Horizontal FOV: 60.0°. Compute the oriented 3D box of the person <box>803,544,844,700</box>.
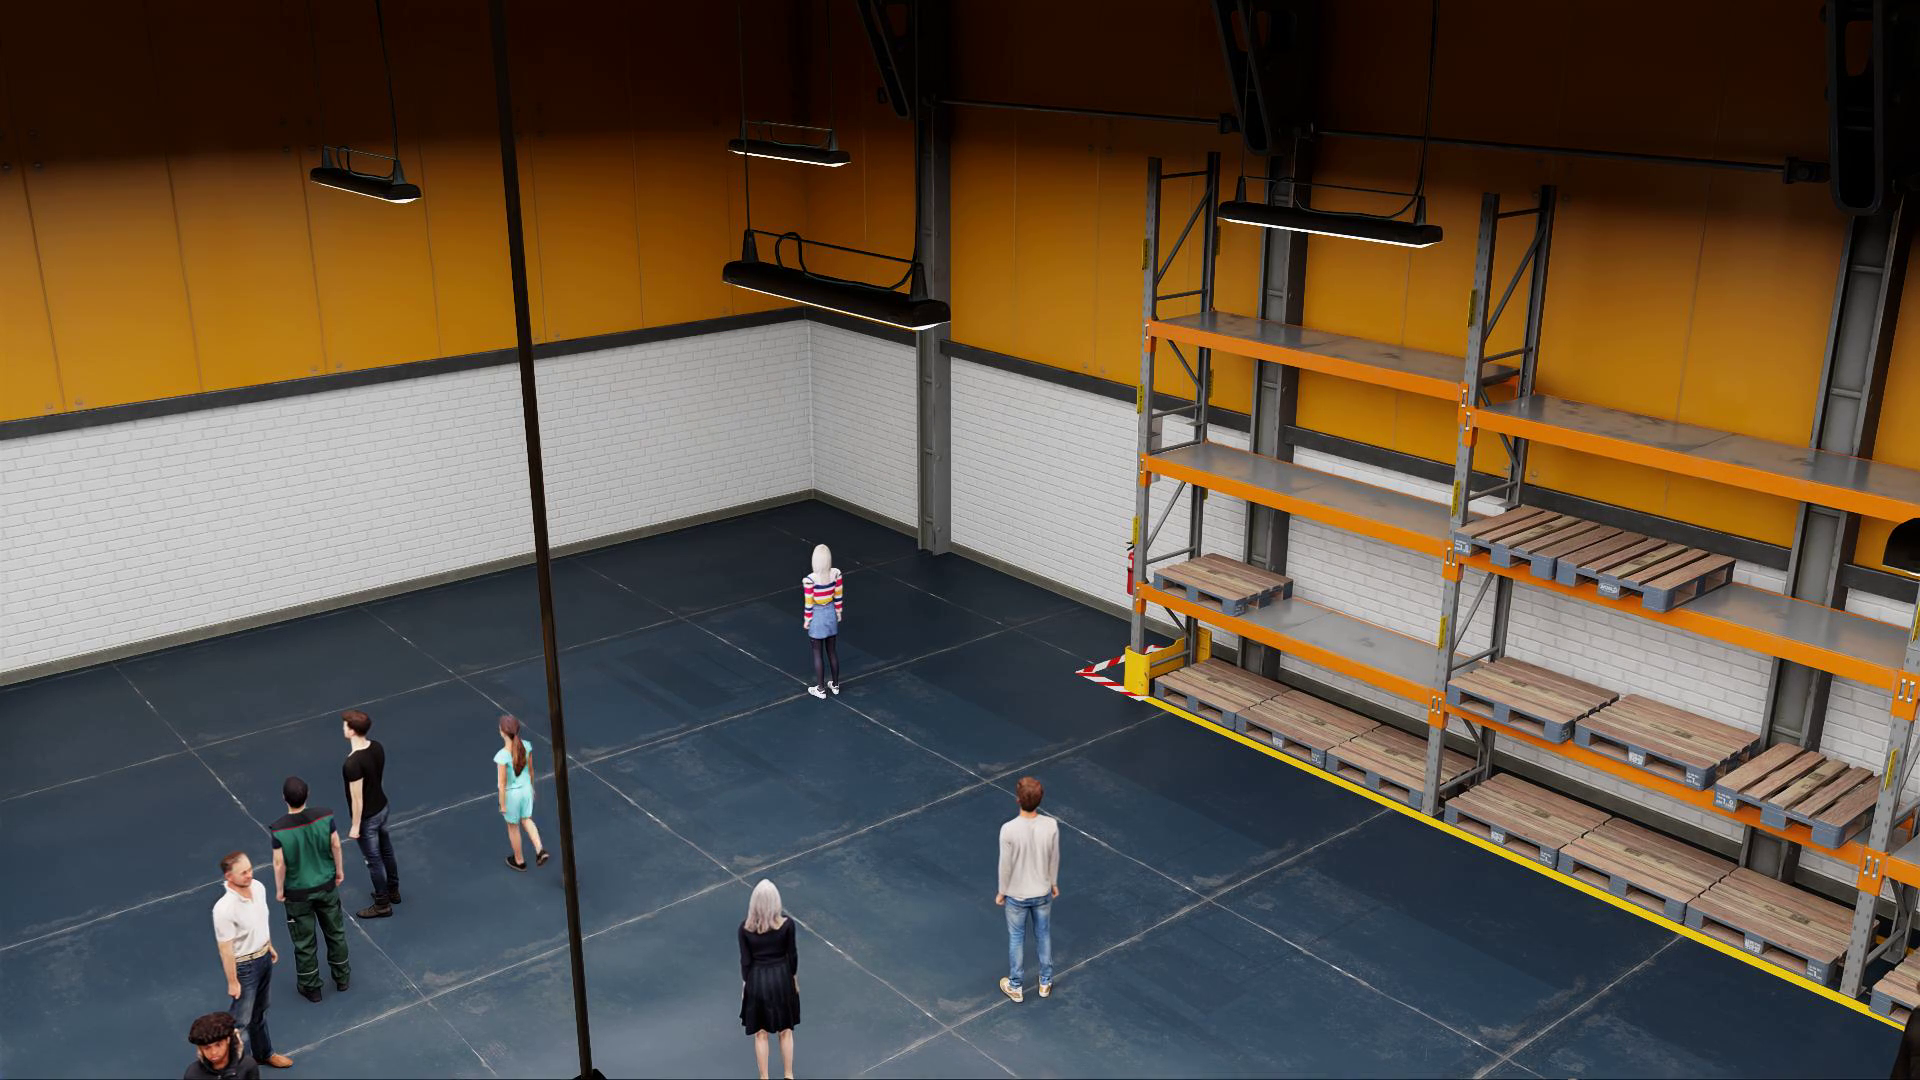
[{"bbox_3d":[-1.541,0.899,18.764,0.665,1.809,0.524,-13,23,-34],"label":"person"}]

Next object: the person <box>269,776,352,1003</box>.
[{"bbox_3d":[-5.143,2.737,13.163,0.672,1.901,0.560,-14,23,-36],"label":"person"}]

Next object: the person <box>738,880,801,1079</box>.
[{"bbox_3d":[-1.365,3.223,11.959,0.690,1.747,0.710,-4,19,-11],"label":"person"}]

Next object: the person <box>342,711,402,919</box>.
[{"bbox_3d":[-5.076,2.347,14.328,0.799,1.896,0.755,3,19,8],"label":"person"}]

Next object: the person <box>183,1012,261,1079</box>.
[{"bbox_3d":[-4.568,3.732,10.393,0.657,1.781,0.648,-11,21,-29],"label":"person"}]

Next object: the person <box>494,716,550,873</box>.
[{"bbox_3d":[-3.949,2.306,14.986,0.804,1.554,0.632,15,24,37],"label":"person"}]

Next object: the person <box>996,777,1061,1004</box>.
[{"bbox_3d":[0.545,2.752,13.109,0.750,1.905,0.740,-4,19,-13],"label":"person"}]

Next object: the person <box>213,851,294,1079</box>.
[{"bbox_3d":[-5.223,3.097,12.168,0.766,1.853,0.749,5,19,14],"label":"person"}]
